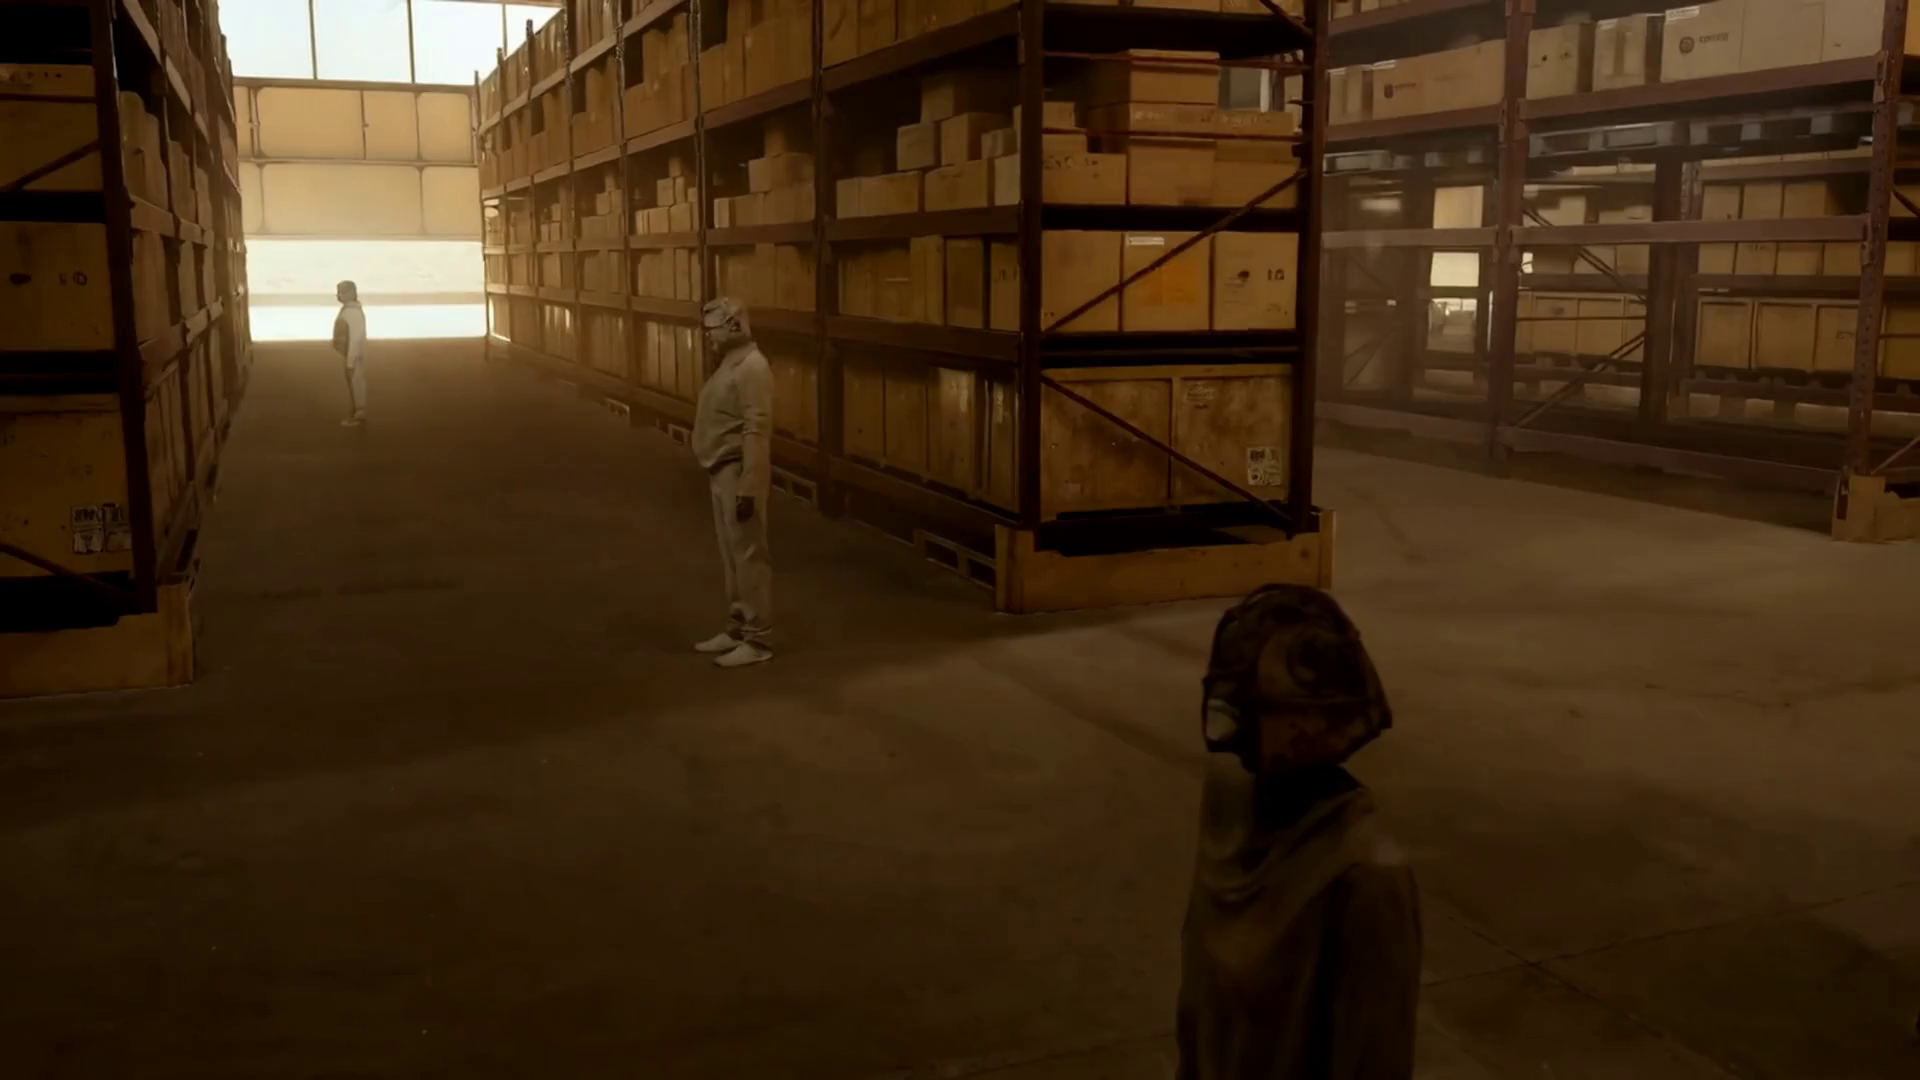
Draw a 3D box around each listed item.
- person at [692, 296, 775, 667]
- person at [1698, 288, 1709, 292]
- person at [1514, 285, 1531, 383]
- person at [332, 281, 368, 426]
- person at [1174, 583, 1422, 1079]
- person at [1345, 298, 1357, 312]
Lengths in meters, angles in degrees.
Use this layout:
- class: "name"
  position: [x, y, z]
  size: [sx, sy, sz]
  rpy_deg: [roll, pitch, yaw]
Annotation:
- class: "person"
  position: [-1.181, -0.303, 8.612]
  size: [0.403, 1.904, 0.648]
  rpy_deg: [-4, 10, -21]
- class: "person"
  position: [19.490, -6.112, 43.990]
  size: [0.584, 1.696, 0.907]
  rpy_deg: [6, 11, 33]
- class: "person"
  position: [9.813, -3.616, 28.679]
  size: [0.403, 1.825, 0.586]
  rpy_deg: [-4, 10, -22]
- class: "person"
  position: [-7.762, -2.374, 21.189]
  size: [0.429, 1.844, 0.624]
  rpy_deg: [-4, 10, -22]
- class: "person"
  position: [0.450, 0.866, 2.404]
  size: [0.284, 1.633, 0.497]
  rpy_deg: [-4, 10, -22]
- class: "person"
  position: [6.508, -3.505, 28.192]
  size: [0.311, 1.768, 0.522]
  rpy_deg: [-4, 10, -22]
